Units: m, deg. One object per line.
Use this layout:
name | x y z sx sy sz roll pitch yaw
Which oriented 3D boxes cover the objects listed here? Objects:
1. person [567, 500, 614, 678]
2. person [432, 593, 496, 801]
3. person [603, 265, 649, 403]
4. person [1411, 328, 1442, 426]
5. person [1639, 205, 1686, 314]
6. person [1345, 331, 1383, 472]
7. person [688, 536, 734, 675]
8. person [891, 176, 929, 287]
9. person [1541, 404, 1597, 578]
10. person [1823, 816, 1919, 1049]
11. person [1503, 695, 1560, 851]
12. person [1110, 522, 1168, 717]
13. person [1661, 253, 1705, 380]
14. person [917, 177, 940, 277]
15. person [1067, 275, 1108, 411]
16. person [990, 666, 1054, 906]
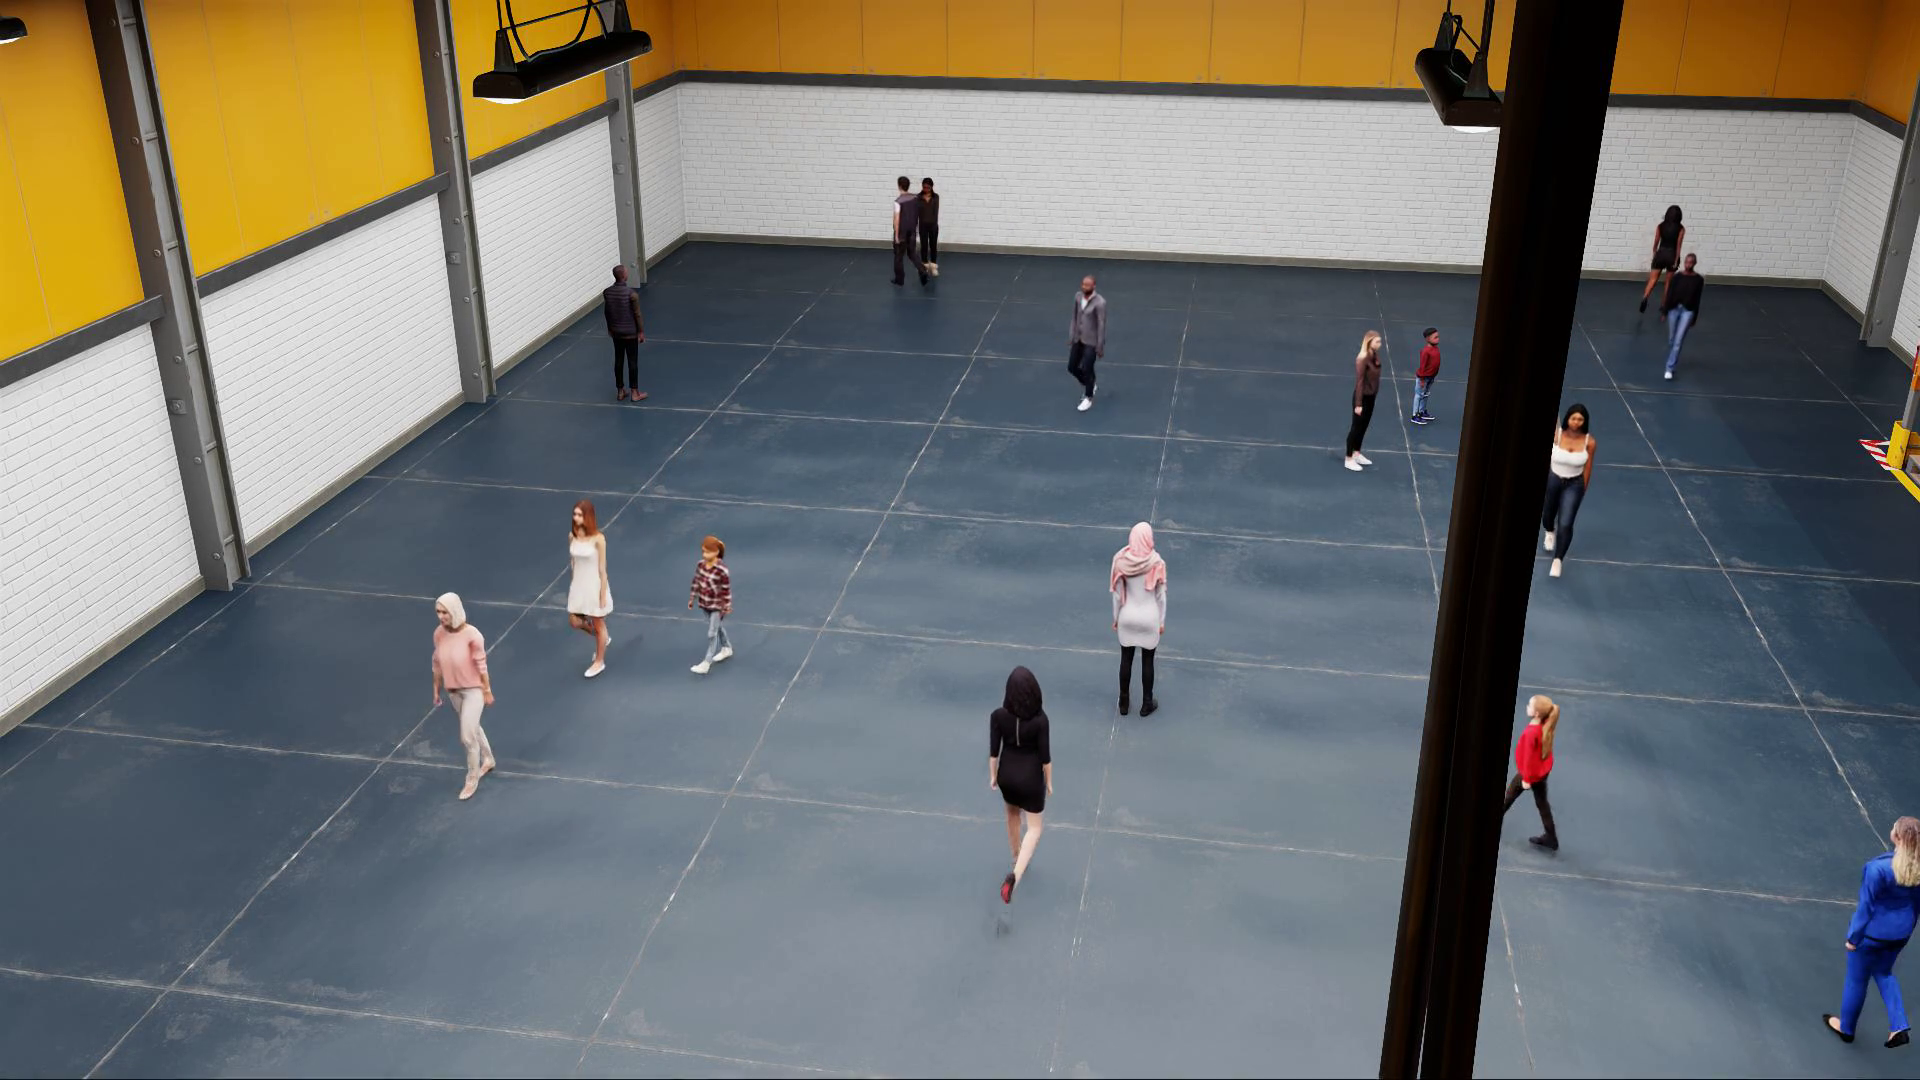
person | -3.300 0.402 15.083 0.659 1.704 0.759 11 26 23
person | -3.910 1.165 13.338 0.698 1.703 0.872 9 25 19
person | -4.475 -2.764 22.163 0.745 1.835 0.644 9 25 20
person | 6.000 -2.130 21.435 0.560 1.255 0.637 -21 31 -40
person | 10.928 -4.306 25.841 0.929 1.714 1.156 18 29 35
person | 4.825 -1.685 19.858 0.740 1.703 0.617 19 30 36
person | -2.231 0.554 15.266 0.765 1.279 0.916 17 29 34
person | -0.834 -5.053 27.404 1.052 1.830 1.095 -18 29 -35
person | 6.235 -0.569 17.212 0.847 1.777 1.225 11 26 24
person | 5.789 2.490 10.321 0.808 1.692 0.918 -6 24 -13
person | 4.358 1.770 12.519 0.872 1.250 0.917 20 31 38
person | 1.543 0.681 14.318 0.636 1.804 0.603 6 24 13
person | 10.061 -3.153 23.198 0.882 1.717 1.207 14 27 29
person | -0.539 -5.351 28.298 0.615 1.659 0.668 1 24 2
person | 1.725 -2.617 21.861 0.923 1.806 0.885 -21 31 -40
person | 0.421 1.779 11.833 0.717 1.783 1.046 8 25 17
